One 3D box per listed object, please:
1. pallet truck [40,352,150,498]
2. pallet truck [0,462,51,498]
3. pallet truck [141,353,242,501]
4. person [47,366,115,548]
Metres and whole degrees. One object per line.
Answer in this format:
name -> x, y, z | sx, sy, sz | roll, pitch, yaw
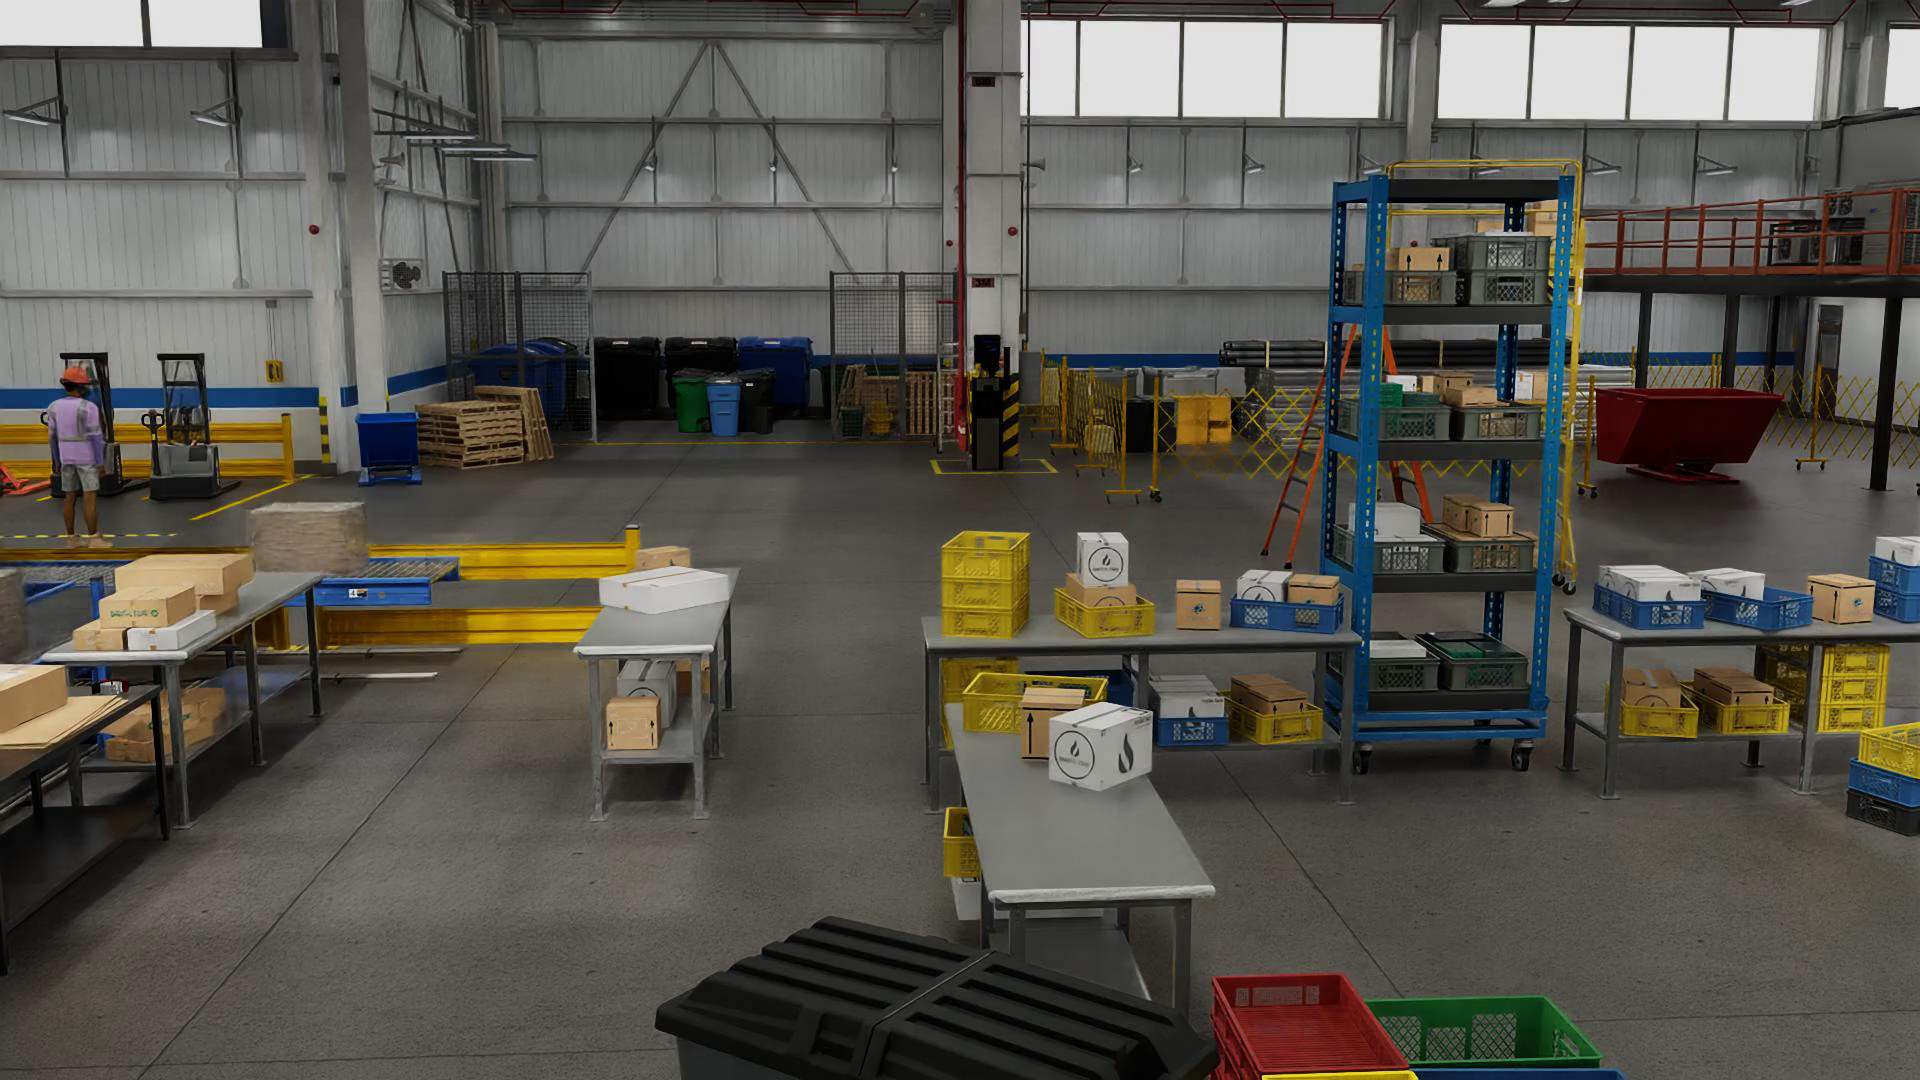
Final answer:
pallet truck -> -11.907, -1.642, 23.165 | 0.823, 1.965, 1.885 | 0, 9, 0
pallet truck -> -13.193, -1.293, 23.148 | 0.653, 1.274, 1.630 | -1, 9, -4
pallet truck -> -10.520, -1.604, 22.925 | 0.823, 1.965, 1.885 | -1, 9, -6
person -> -9.660, -0.885, 18.266 | 0.610, 2.042, 0.396 | 2, 9, 11
